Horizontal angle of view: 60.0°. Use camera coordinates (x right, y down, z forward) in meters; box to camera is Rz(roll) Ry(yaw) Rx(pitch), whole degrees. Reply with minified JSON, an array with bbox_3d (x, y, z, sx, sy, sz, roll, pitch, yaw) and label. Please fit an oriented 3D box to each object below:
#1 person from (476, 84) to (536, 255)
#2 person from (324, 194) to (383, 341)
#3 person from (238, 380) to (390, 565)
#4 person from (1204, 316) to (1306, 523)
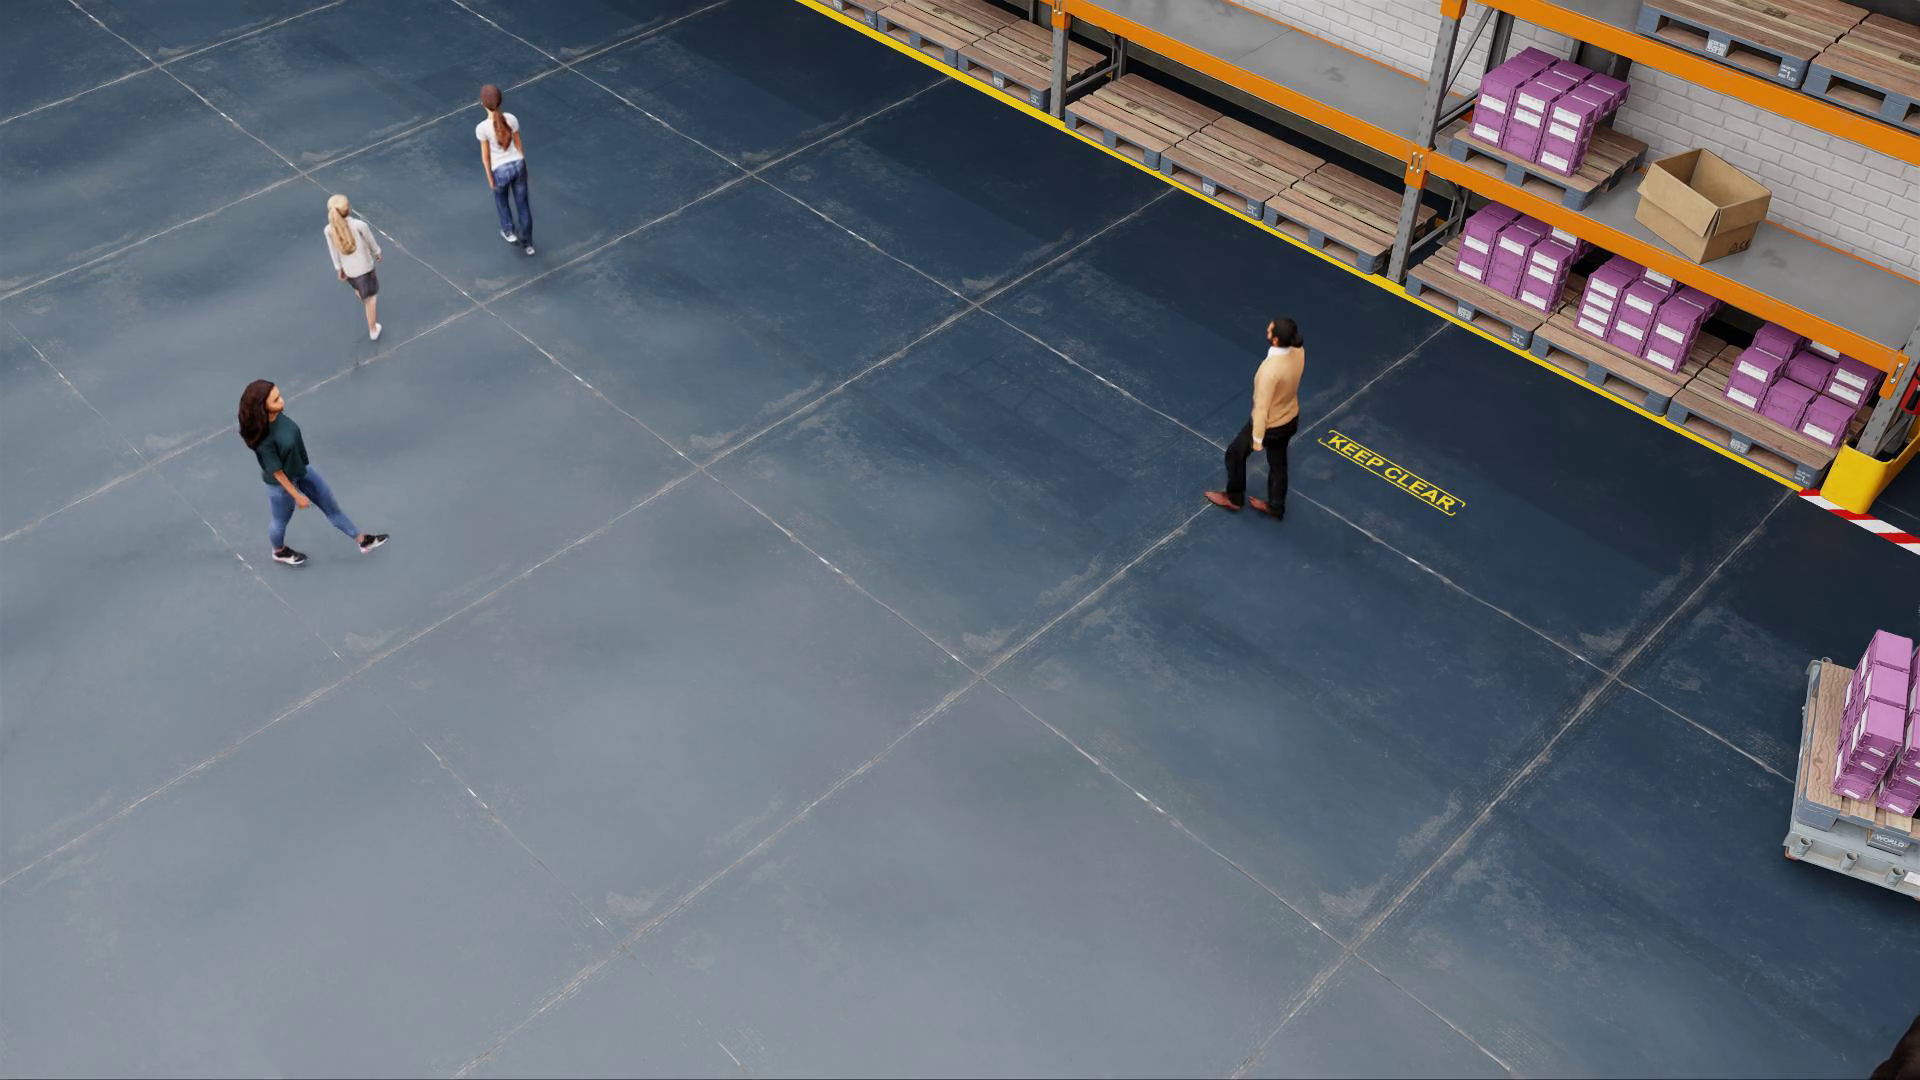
[{"bbox_3d":[-3.865,-3.155,14.312,0.656,1.540,0.792,-19,47,-19],"label":"person"},{"bbox_3d":[-4.901,-2.197,13.519,0.807,1.247,0.892,-3,44,-3],"label":"person"},{"bbox_3d":[-4.694,-0.416,11.410,1.126,1.579,1.041,2,44,2],"label":"person"},{"bbox_3d":[2.251,-0.795,11.692,0.809,1.738,0.690,32,52,29],"label":"person"}]
